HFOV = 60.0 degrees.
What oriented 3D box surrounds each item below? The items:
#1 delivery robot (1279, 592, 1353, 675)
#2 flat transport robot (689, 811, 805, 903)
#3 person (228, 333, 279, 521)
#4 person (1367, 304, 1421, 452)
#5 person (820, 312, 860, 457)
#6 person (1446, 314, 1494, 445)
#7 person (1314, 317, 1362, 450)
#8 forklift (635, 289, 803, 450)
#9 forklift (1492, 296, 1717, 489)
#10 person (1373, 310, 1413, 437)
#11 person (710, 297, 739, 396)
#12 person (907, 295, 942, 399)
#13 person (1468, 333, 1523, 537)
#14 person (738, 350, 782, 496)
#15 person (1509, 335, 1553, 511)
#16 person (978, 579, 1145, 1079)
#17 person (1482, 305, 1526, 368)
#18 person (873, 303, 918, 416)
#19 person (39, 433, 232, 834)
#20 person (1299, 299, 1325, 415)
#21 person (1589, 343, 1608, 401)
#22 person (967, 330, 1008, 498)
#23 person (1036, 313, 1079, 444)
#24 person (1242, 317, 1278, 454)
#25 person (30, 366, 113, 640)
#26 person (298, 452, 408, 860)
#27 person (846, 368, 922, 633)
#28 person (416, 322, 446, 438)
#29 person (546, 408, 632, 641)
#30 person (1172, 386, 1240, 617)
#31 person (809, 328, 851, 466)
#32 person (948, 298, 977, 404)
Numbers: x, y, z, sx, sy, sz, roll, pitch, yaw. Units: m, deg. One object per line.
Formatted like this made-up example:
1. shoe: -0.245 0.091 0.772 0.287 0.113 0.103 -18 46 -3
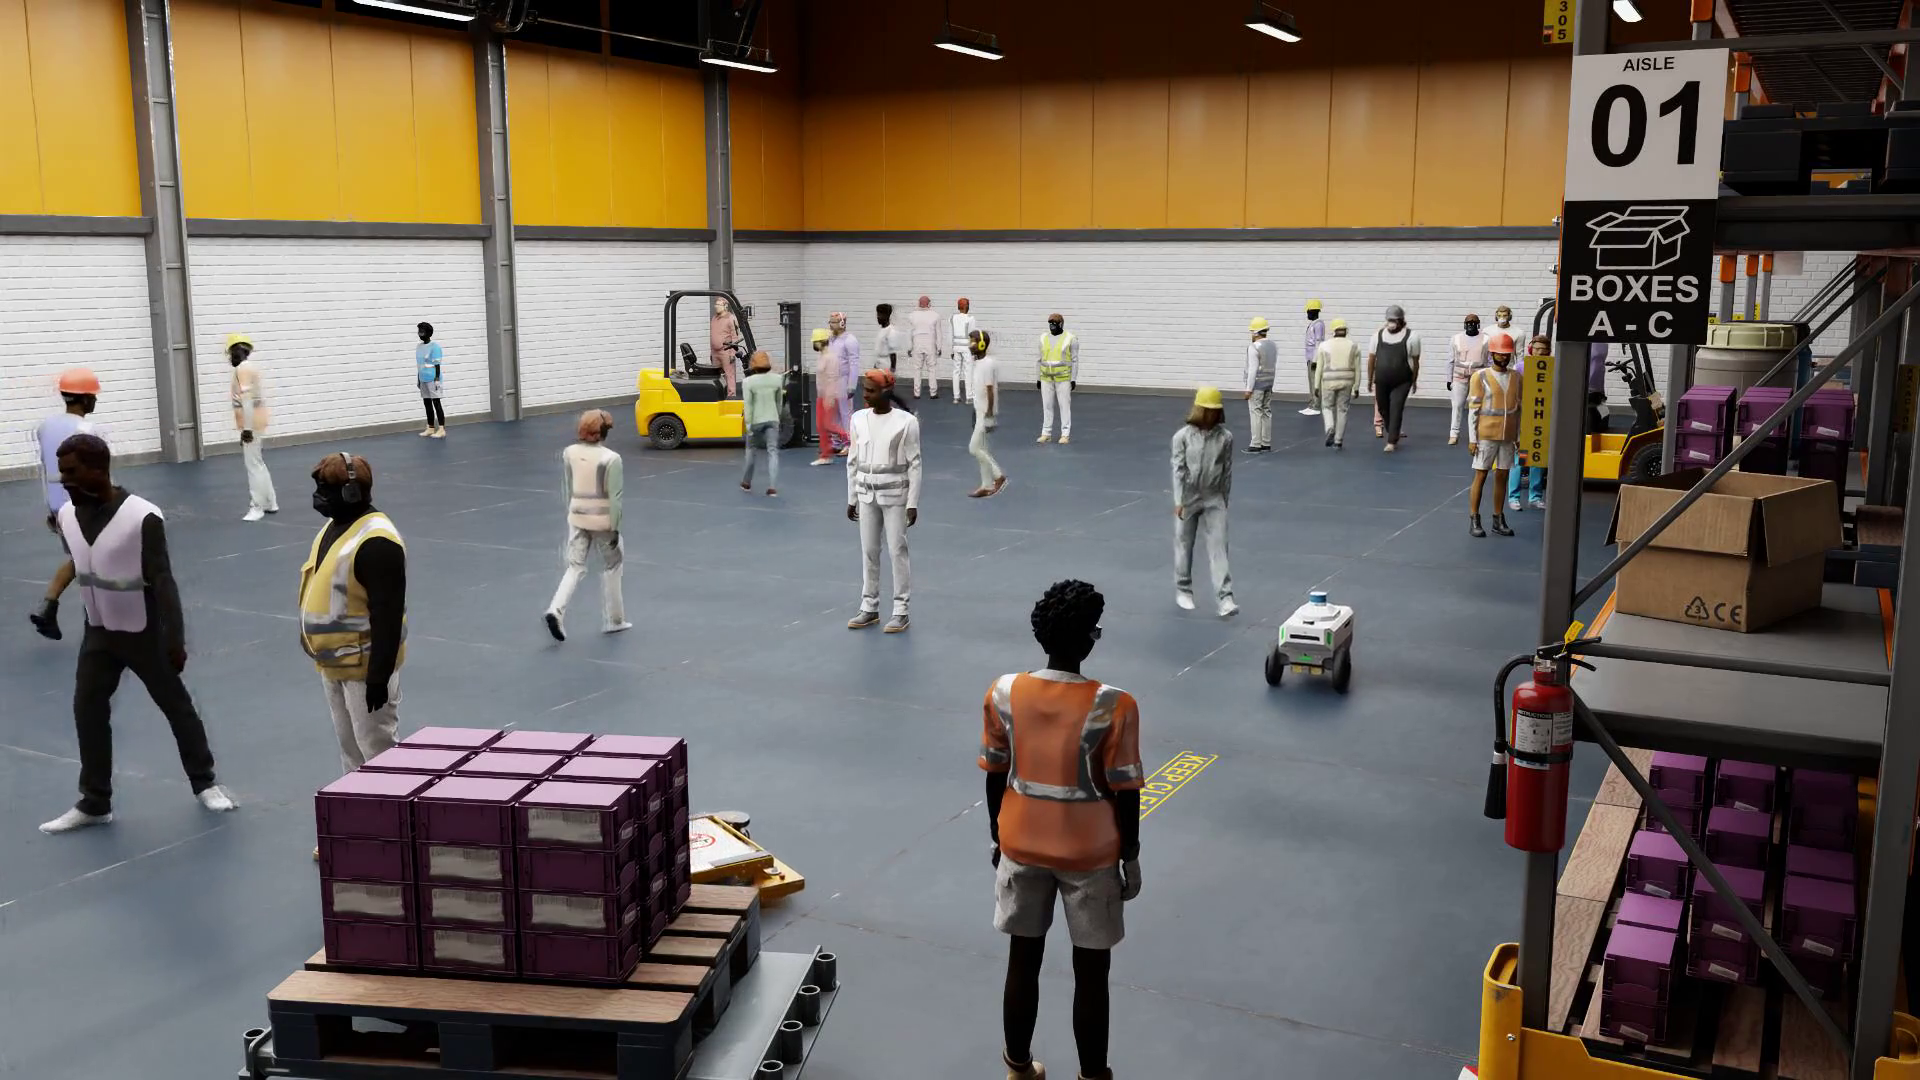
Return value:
1. delivery robot: 2.245 0.569 10.461 0.477 0.478 0.707 4 11 24
2. flat transport robot: -1.421 1.391 6.795 1.431 0.197 0.652 -6 12 -32
3. person: -7.190 -1.143 16.854 0.369 1.874 0.679 -3 10 -19
4. person: 5.954 -2.255 22.784 0.693 2.000 0.860 6 11 30
5. person: -1.614 -2.065 22.072 0.409 1.907 0.651 -8 13 -39
6. person: 7.119 -2.233 23.238 0.633 1.841 0.429 3 10 19
7. person: 5.155 -2.120 22.669 0.627 1.805 0.487 1 10 7
8. forklift: -3.358 -2.392 23.136 2.313 2.155 1.214 -1 10 -5
9. forklift: 7.296 -1.677 18.993 2.313 2.155 1.214 5 11 27
10. person: 6.337 -2.443 24.282 0.636 1.902 0.406 -1 10 -7
11. person: -4.154 -3.272 29.051 0.644 1.913 0.408 8 13 39
12. person: -0.648 -3.550 30.673 0.652 1.906 0.402 1 10 6
13. person: 5.090 -0.990 15.759 0.553 1.935 0.362 -2 10 -11
14. person: -2.236 -1.310 18.576 0.510 1.607 0.767 -5 11 -26
15. person: 5.997 -1.226 17.400 0.565 1.841 0.387 -2 10 -12
16. person: 0.320 0.961 5.160 0.540 1.695 0.317 5 11 27
17. person: 7.750 -2.388 23.849 0.627 1.940 0.371 4 11 23
18. person: -1.073 -2.644 25.325 0.880 1.942 0.604 -3 10 -15
19. person: -3.879 0.427 7.804 0.644 1.871 0.694 3 10 18
20. person: 5.869 -3.037 27.634 0.359 1.930 0.588 0 10 1
21. person: 7.830 -1.841 20.702 0.629 1.933 0.379 -7 12 -34
22. person: 0.236 -1.364 18.181 0.397 1.848 0.546 -2 10 -12
23. person: 1.357 -2.275 23.477 0.629 1.842 0.429 5 11 28
24. person: 4.006 -2.068 22.315 0.404 1.827 0.600 9 13 42
25. person: -6.008 -0.212 11.294 0.573 1.922 0.540 3 10 19
26. person: -2.616 0.537 7.197 0.429 1.844 0.625 -8 13 -40
27. person: -0.551 -0.283 11.823 0.583 1.881 0.338 5 11 29
28. person: -7.728 -2.328 24.220 0.535 1.691 0.319 8 12 38
29. person: -2.588 -0.102 11.550 0.517 1.613 0.726 4 11 22
30. person: 1.813 -0.273 12.303 0.489 1.704 0.875 -1 10 -8
31. person: -1.637 -1.806 21.034 0.520 1.741 0.536 -5 11 -28
32. person: 0.066 -3.376 29.730 0.573 1.883 0.355 6 11 31
